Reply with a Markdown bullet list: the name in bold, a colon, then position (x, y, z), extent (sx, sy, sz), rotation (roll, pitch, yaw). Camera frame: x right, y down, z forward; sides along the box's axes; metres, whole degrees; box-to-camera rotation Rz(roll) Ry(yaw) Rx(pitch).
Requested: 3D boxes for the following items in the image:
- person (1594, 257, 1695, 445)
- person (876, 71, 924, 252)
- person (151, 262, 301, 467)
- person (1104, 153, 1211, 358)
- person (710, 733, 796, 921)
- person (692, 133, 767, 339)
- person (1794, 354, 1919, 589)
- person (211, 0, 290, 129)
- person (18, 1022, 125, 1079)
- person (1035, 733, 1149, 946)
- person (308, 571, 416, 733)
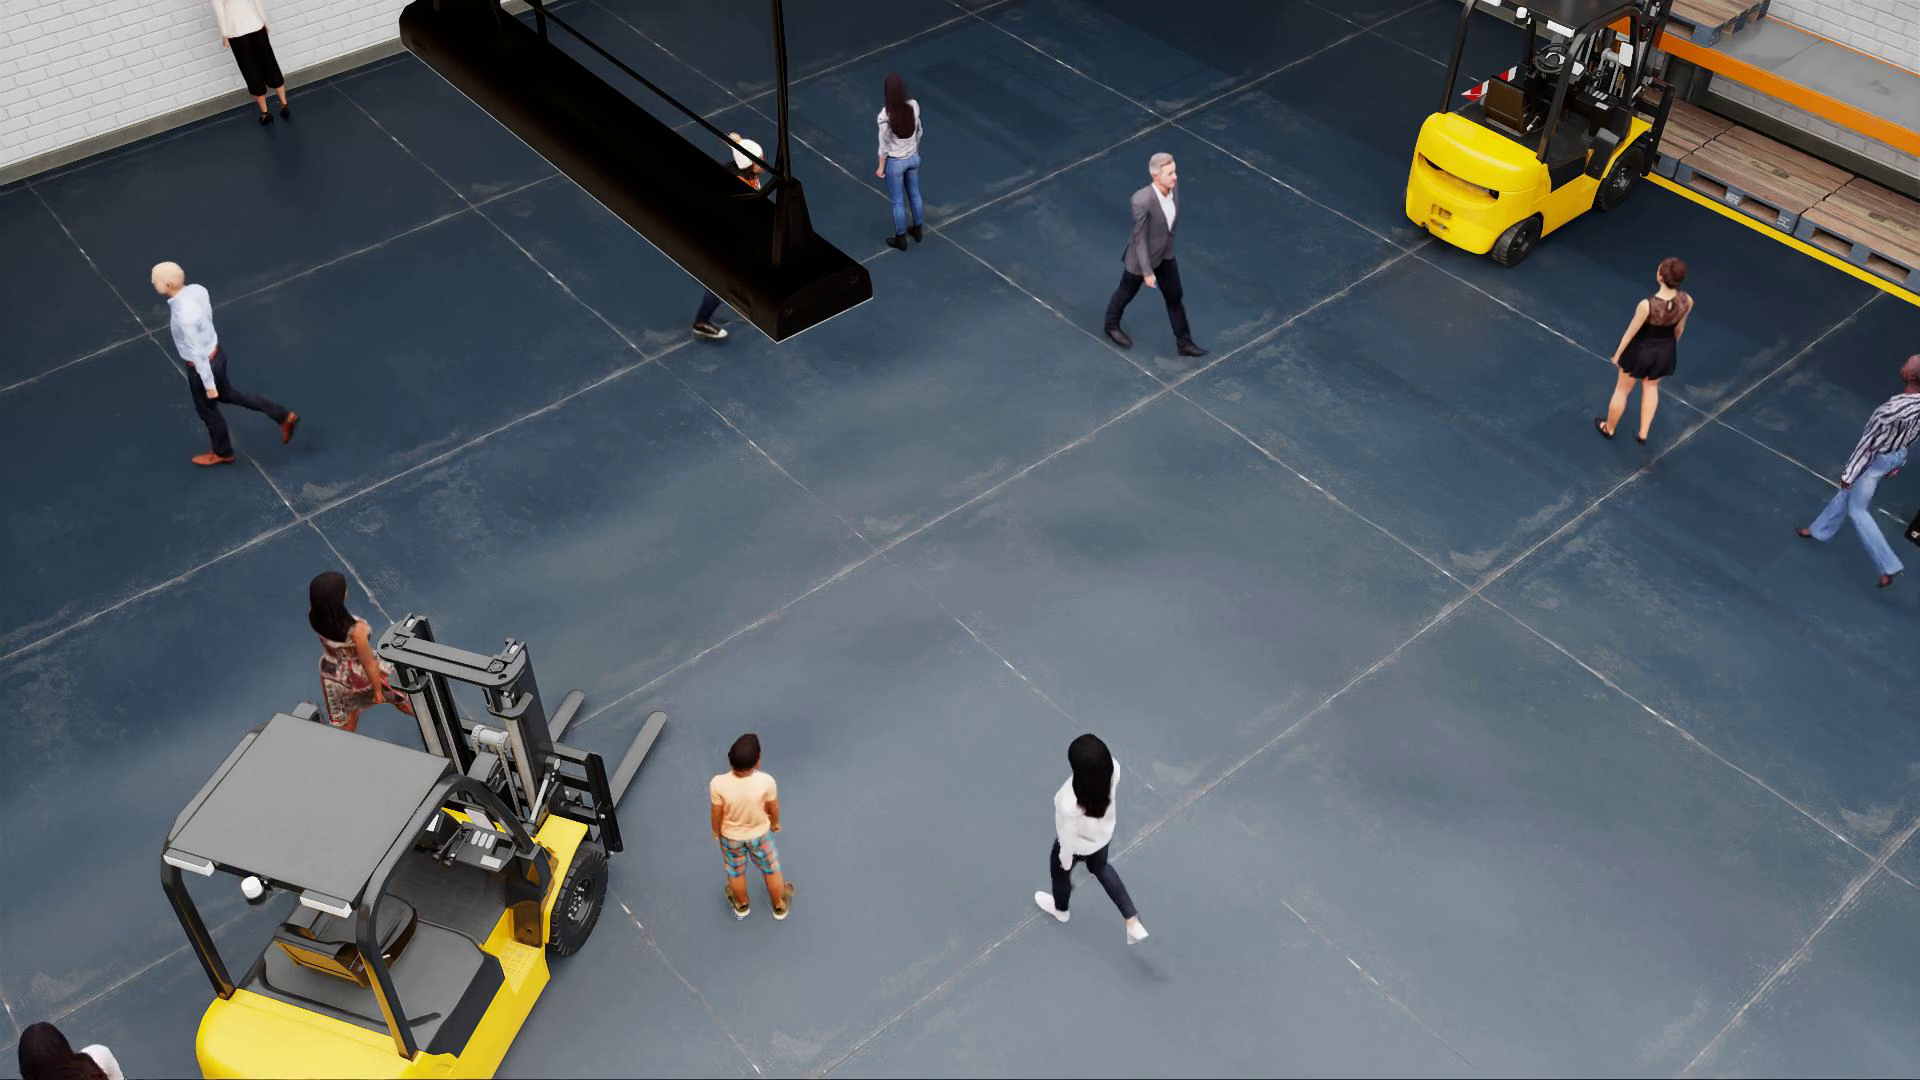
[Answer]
- **person**: position (5.094, -1.344, 12.254), extent (0.768, 1.671, 0.830), rotation (-3, 44, -3)
- **person**: position (-0.500, -3.250, 14.285), extent (0.608, 1.630, 0.509), rotation (-32, 52, -29)
- **person**: position (-5.381, -1.260, 12.094), extent (1.049, 1.769, 1.119), rotation (-7, 44, -7)
- **person**: position (1.426, -2.261, 13.120), extent (1.195, 1.804, 0.783), rotation (33, 53, 30)
- **person**: position (-1.208, 1.614, 9.306), extent (0.656, 1.454, 0.675), rotation (-14, 45, -14)
- **person**: position (-1.845, -2.377, 13.230), extent (1.279, 1.821, 1.223), rotation (3, 44, 4)
- **person**: position (6.267, -0.445, 11.237), extent (0.736, 1.772, 1.092), rotation (-24, 49, -23)
- **person**: position (-6.755, -4.795, 15.741), extent (0.606, 1.858, 0.517), rotation (-32, 52, -29)
- **person**: position (-3.947, 2.865, 7.749), extent (0.623, 1.790, 0.642), rotation (29, 51, 27)
- **person**: position (0.749, 1.664, 9.086), extent (0.974, 1.685, 0.659), rotation (34, 53, 31)
- **person**: position (-3.682, 0.884, 9.964), extent (1.112, 1.603, 1.018), rotation (15, 46, 15)
